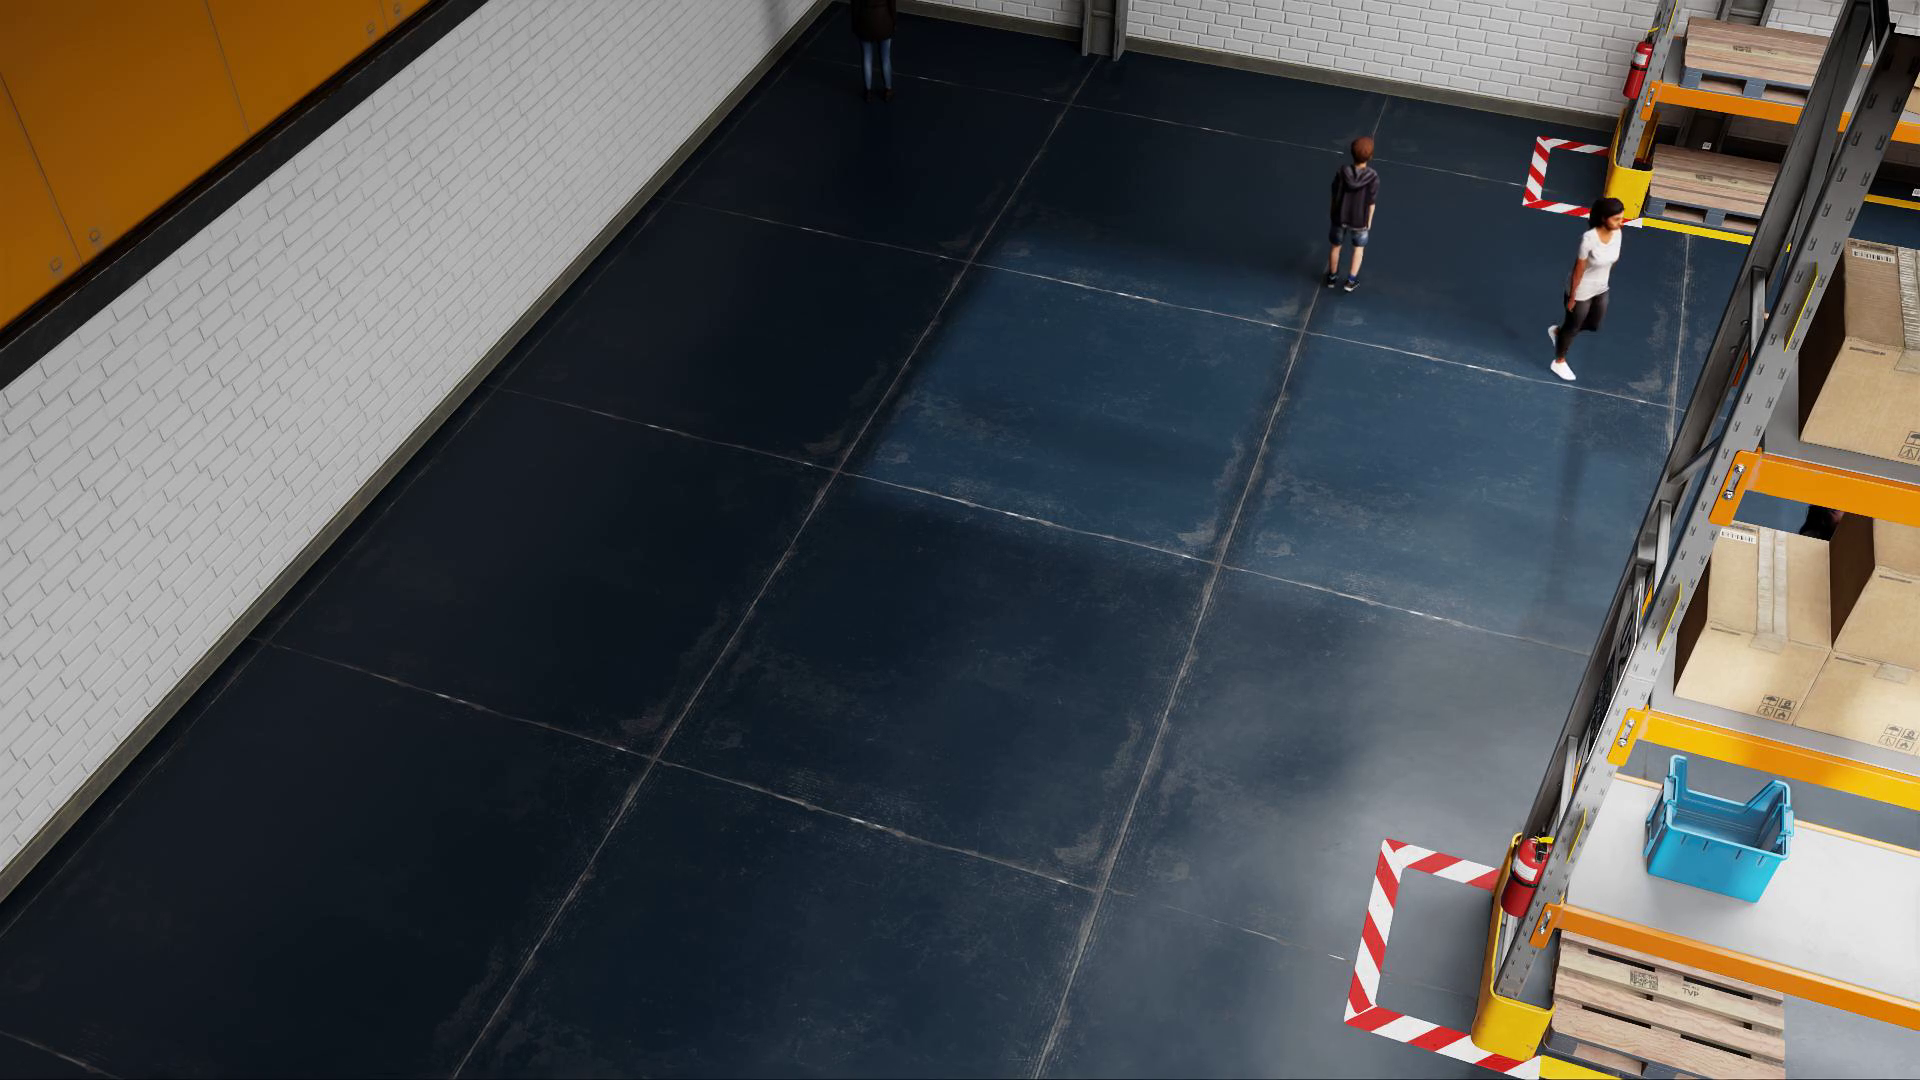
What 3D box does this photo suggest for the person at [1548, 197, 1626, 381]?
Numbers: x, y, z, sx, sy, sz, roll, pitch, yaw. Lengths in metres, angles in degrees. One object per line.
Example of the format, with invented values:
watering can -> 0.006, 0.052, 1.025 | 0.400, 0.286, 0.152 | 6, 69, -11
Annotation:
person -> 4.881, -2.019, 13.149 | 0.753, 1.632, 0.815 | -20, 47, -19

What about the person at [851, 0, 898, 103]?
person -> -0.846, -5.104, 16.386 | 0.652, 1.633, 0.771 | 1, 44, 1

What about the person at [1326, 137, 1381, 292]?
person -> 3.272, -2.724, 14.026 | 0.508, 1.442, 0.617 | 17, 46, 17
